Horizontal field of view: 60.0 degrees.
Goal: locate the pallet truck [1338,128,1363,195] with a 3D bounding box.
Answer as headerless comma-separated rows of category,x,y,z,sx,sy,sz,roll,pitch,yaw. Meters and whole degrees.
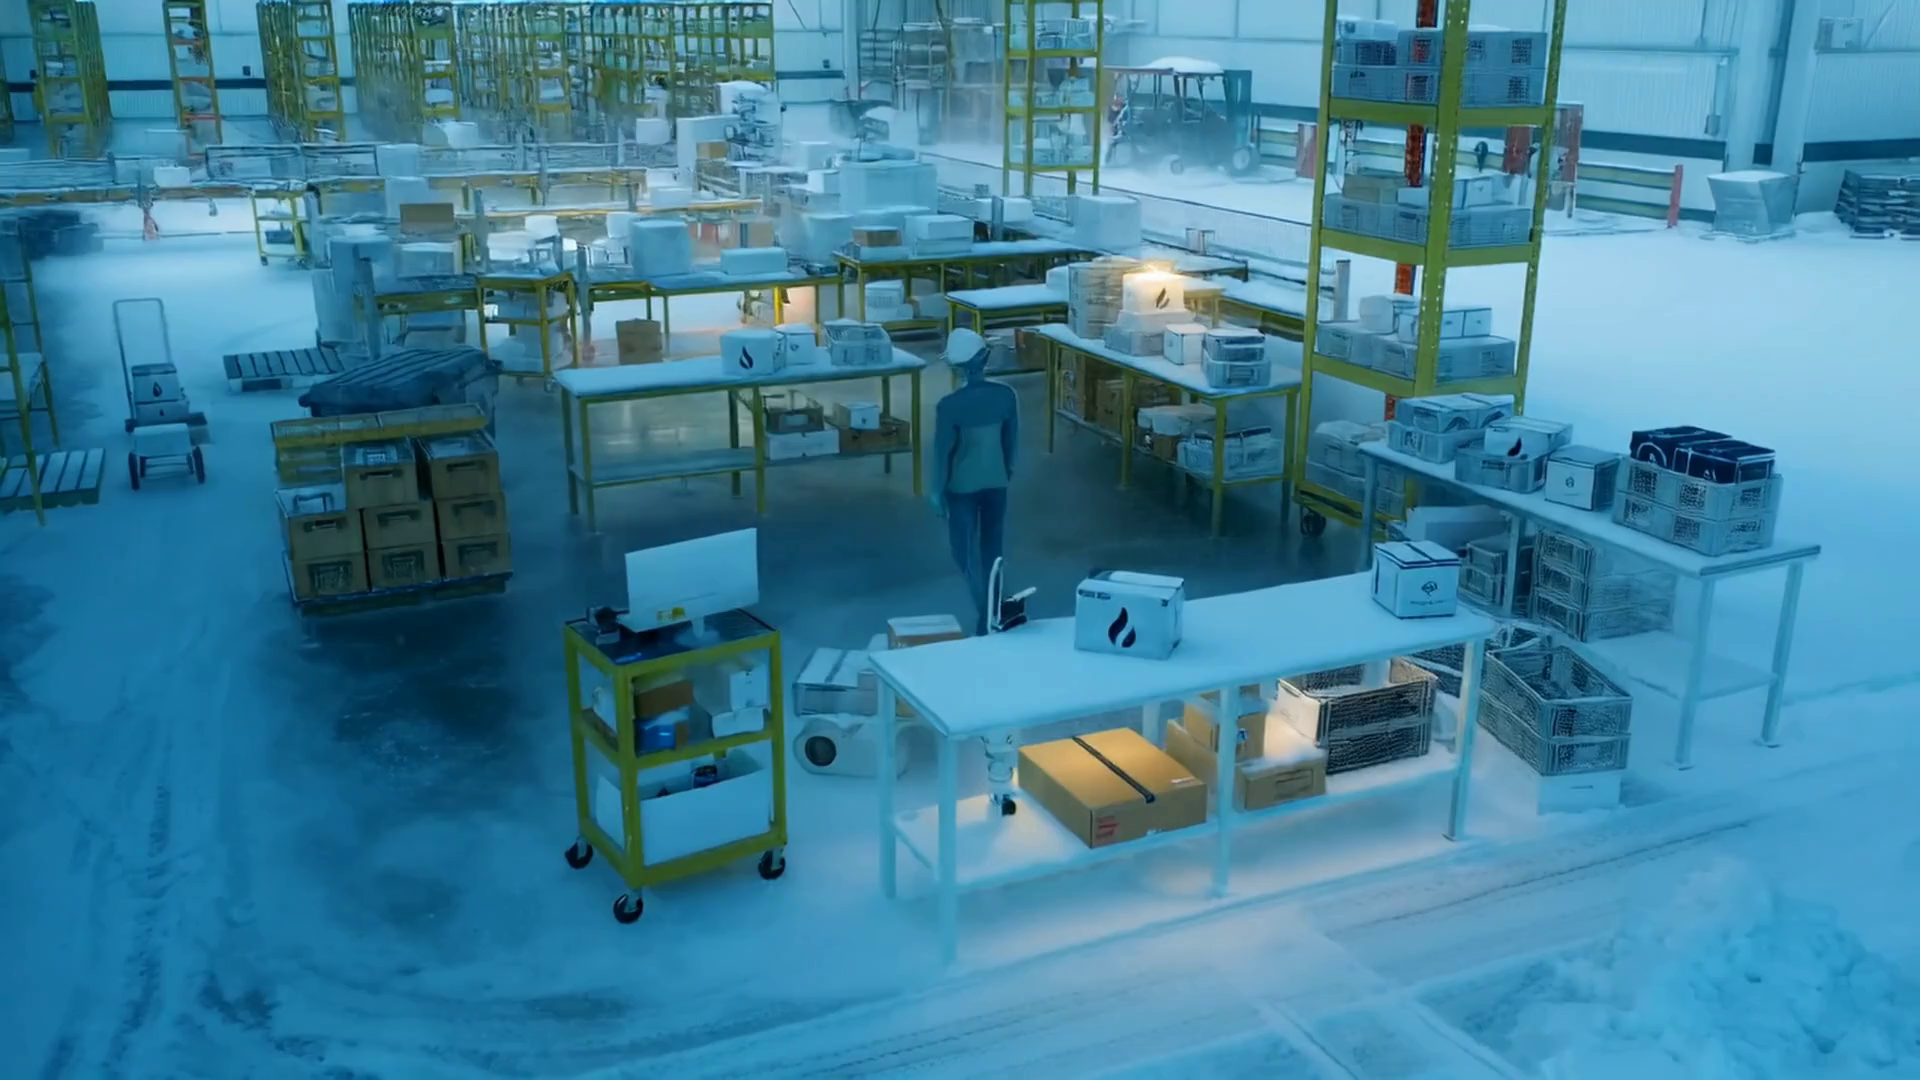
pallet truck,7.845,-7.140,31.411,1.522,1.261,0.704,-9,20,-25

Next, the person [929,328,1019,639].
person,0.080,-0.282,9.059,0.565,1.752,0.343,-11,21,-31

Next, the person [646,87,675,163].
person,-6.670,-9.096,36.758,0.587,1.803,0.893,10,20,29

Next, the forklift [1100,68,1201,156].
forklift,4.082,-9.564,37.410,2.680,1.987,1.157,-8,19,-23

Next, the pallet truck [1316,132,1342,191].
pallet truck,7.723,-7.504,32.656,1.601,1.201,0.680,-8,19,-23

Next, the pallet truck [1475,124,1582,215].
pallet truck,9.707,-6.455,28.103,1.885,1.965,0.823,-7,19,-20

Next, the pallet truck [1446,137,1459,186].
pallet truck,9.184,-6.485,29.328,1.630,1.274,0.653,-8,19,-23

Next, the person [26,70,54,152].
person,-22.967,-10.713,41.526,0.397,1.992,0.624,-6,19,-18

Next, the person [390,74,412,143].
person,-14.537,-11.271,43.573,0.848,1.822,0.576,-6,19,-18

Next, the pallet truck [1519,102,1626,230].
pallet truck,9.972,-6.037,26.785,1.885,1.965,0.823,-9,20,-25

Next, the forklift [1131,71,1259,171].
forklift,4.998,-8.936,35.413,2.680,1.987,1.157,-9,20,-25
